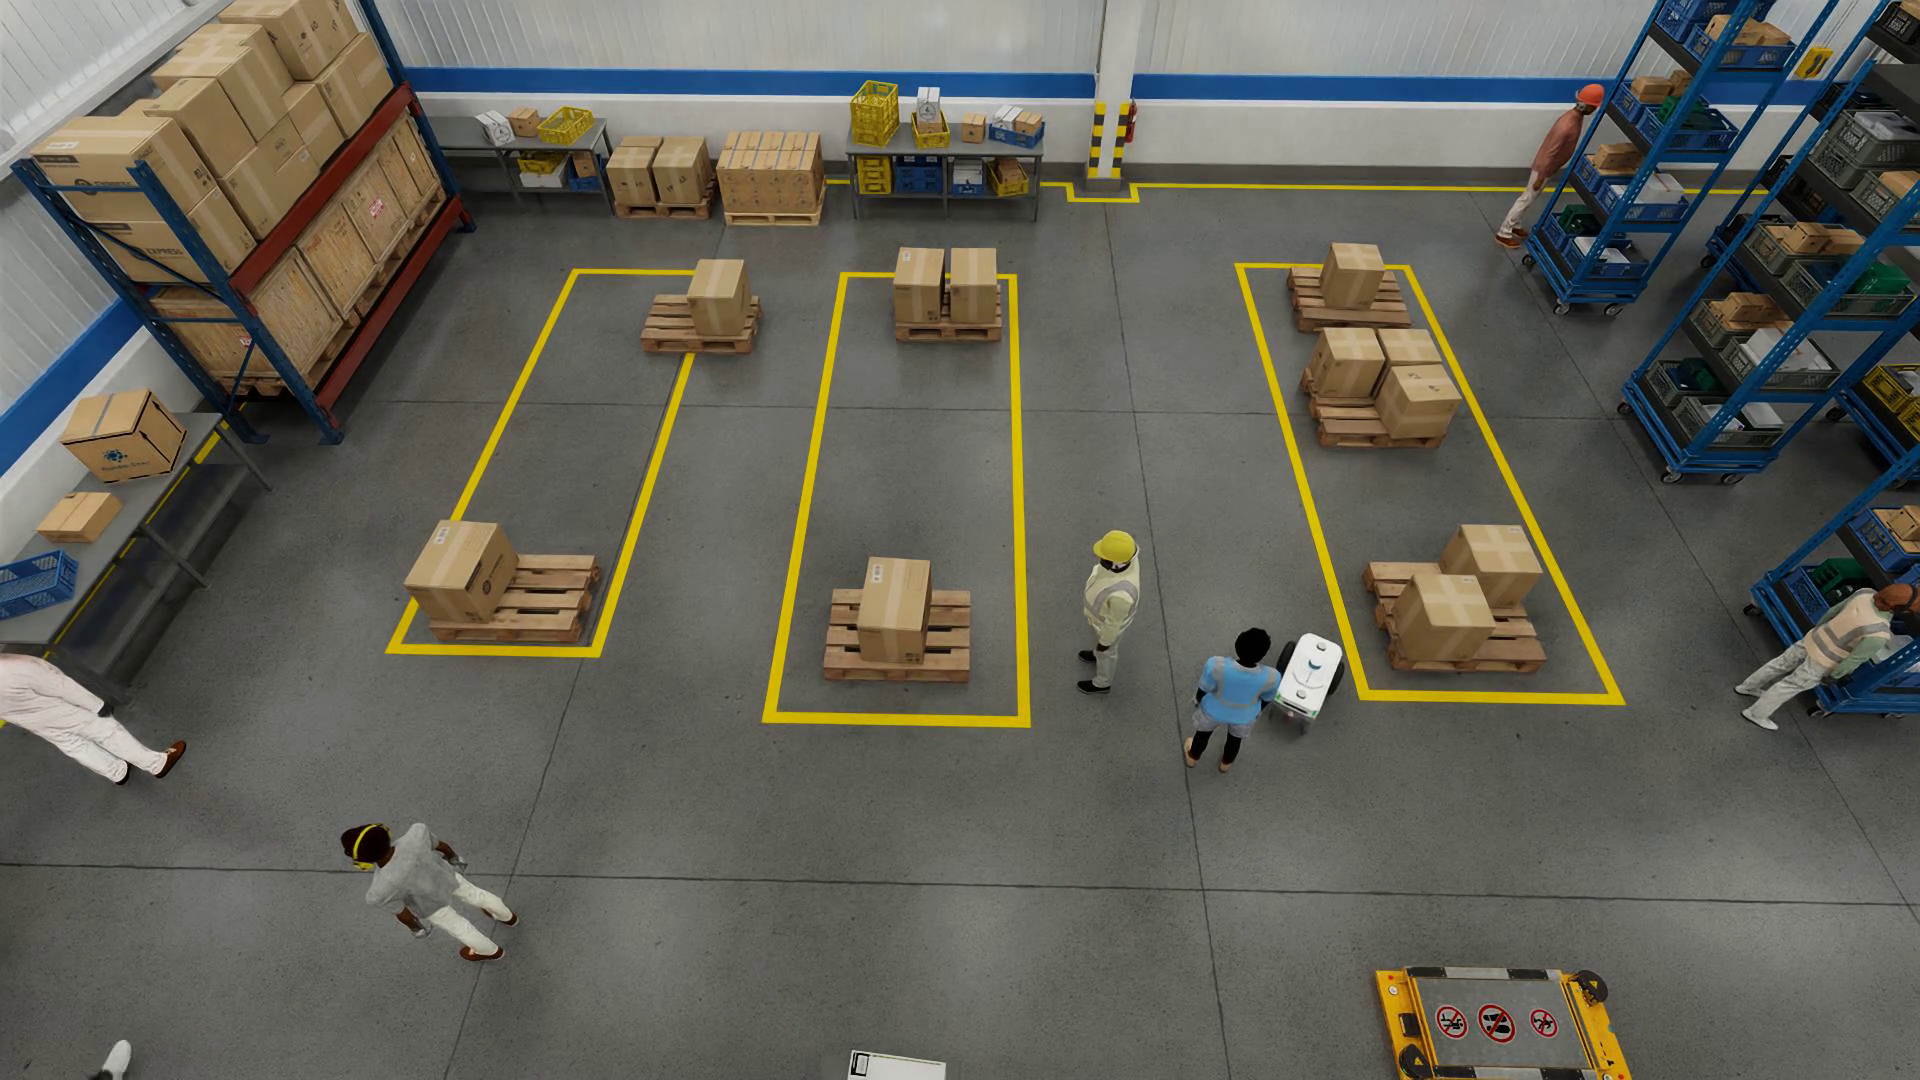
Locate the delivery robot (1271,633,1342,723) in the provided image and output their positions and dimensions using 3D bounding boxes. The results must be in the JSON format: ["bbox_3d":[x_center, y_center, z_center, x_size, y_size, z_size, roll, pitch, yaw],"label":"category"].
[{"bbox_3d":[2.781,1.096,7.329,0.477,0.478,0.707,25,54,20],"label":"delivery robot"}]

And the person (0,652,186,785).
[{"bbox_3d":[-6.381,1.175,6.463,0.641,1.908,0.407,-7,51,-5],"label":"person"}]

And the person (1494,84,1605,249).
[{"bbox_3d":[7.104,-4.480,11.025,0.415,1.985,0.610,33,58,24],"label":"person"}]

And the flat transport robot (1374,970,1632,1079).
[{"bbox_3d":[3.501,3.133,5.914,1.431,0.197,0.652,1,51,1],"label":"flat transport robot"}]

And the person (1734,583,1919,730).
[{"bbox_3d":[6.516,0.847,6.900,0.311,1.639,0.521,15,52,12],"label":"person"}]

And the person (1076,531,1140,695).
[{"bbox_3d":[1.129,0.551,7.025,0.403,1.827,0.594,5,51,4],"label":"person"}]

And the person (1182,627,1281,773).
[{"bbox_3d":[1.931,1.186,6.585,0.535,1.699,0.322,11,52,9],"label":"person"}]

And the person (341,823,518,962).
[{"bbox_3d":[-3.259,2.175,5.669,0.328,1.875,0.513,8,51,7],"label":"person"}]

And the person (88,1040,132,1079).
[{"bbox_3d":[-5.452,3.102,4.920,0.595,1.860,1.002,0,51,0],"label":"person"}]
